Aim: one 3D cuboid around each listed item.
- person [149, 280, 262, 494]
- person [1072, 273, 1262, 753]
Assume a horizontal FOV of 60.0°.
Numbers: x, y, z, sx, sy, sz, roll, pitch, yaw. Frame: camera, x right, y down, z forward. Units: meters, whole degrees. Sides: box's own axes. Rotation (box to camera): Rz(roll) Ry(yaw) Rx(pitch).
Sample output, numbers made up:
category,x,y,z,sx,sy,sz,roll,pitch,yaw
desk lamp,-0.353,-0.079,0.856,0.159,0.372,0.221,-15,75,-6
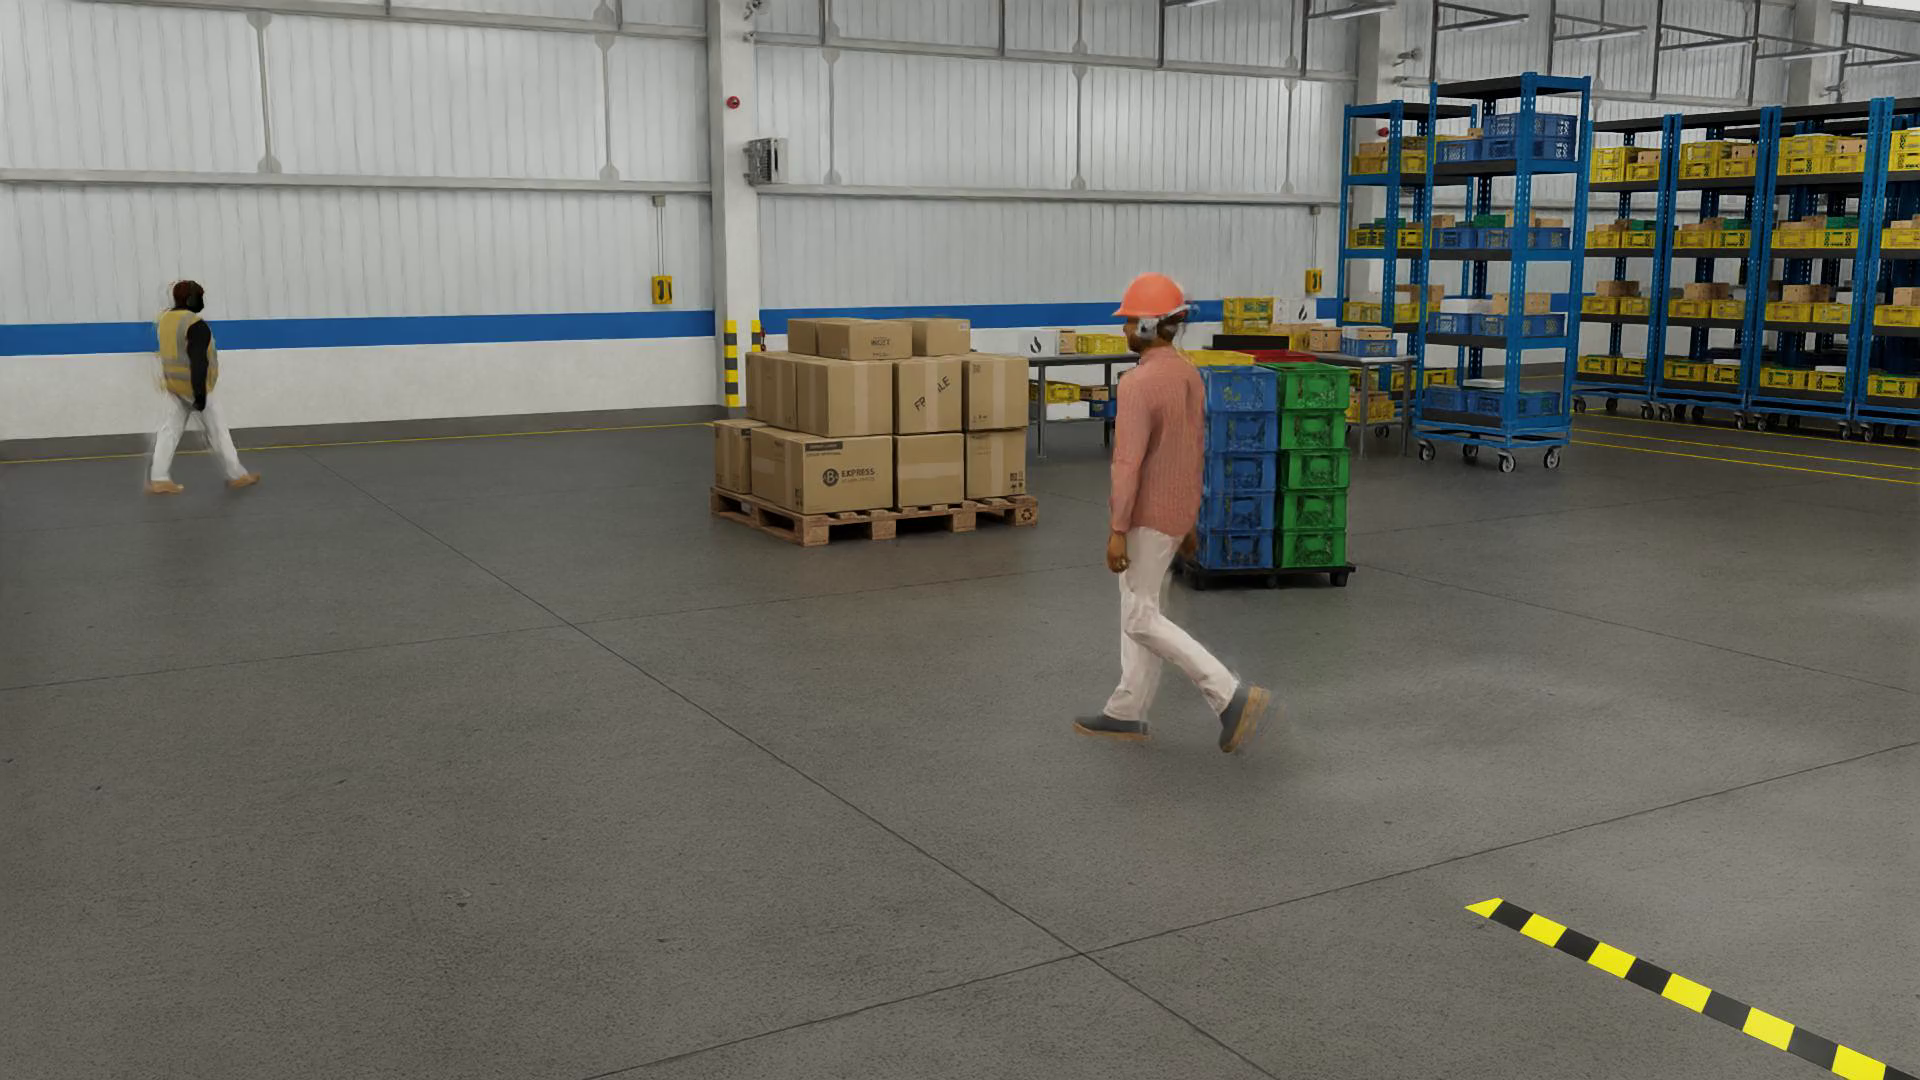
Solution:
category,x,y,z,sx,sy,sz,roll,pitch,yaw
person,-6.489,-1.291,14.075,0.646,1.793,0.954,7,12,35
person,0.851,-0.091,6.764,0.806,1.975,0.619,6,12,30
